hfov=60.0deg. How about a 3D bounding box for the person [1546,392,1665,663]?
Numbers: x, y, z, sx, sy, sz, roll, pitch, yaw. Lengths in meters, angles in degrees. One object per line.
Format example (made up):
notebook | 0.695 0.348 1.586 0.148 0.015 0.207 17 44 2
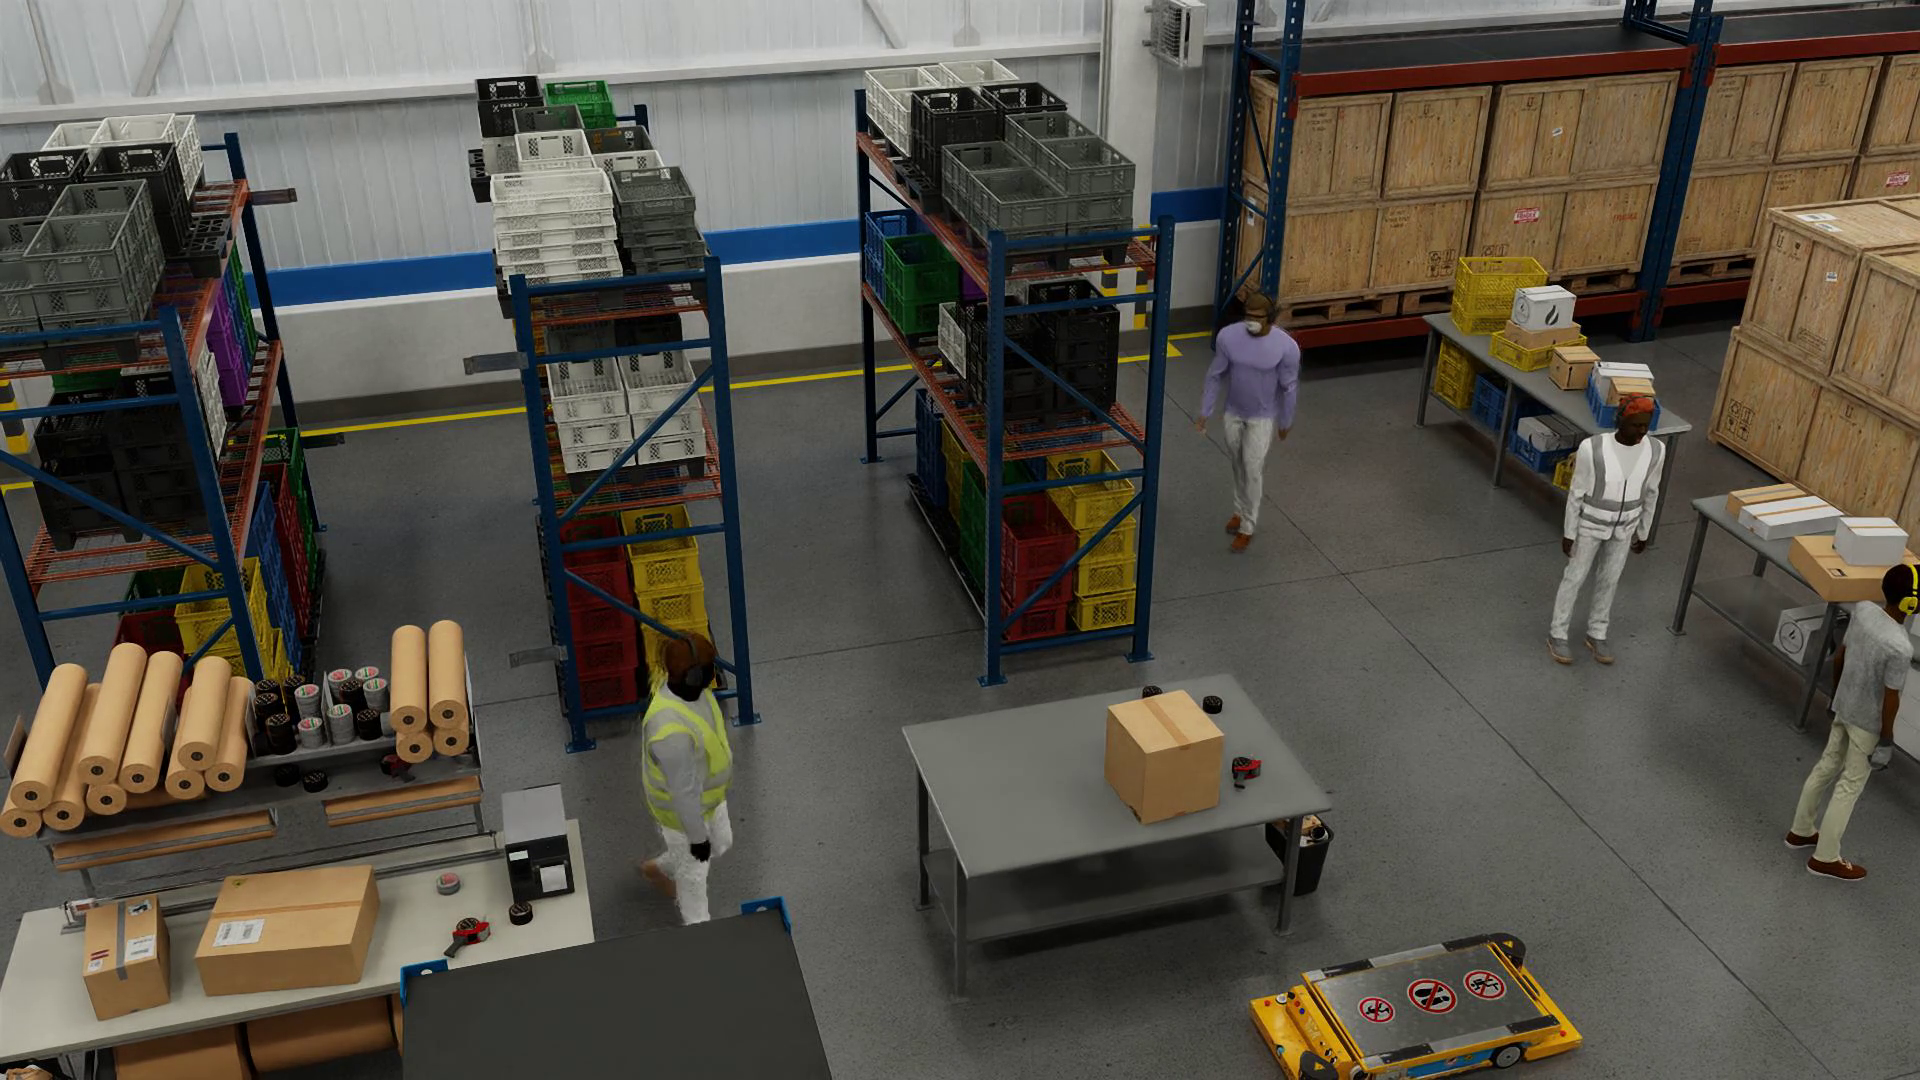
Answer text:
person | 4.126 -0.068 10.612 0.579 1.877 0.360 -2 29 -3

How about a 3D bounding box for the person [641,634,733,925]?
person | -1.390 1.273 8.226 0.567 1.826 0.624 6 29 11

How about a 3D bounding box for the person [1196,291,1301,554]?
person | 2.023 -0.849 11.986 0.643 1.918 0.724 19 34 31

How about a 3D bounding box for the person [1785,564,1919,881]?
person | 4.769 0.940 8.774 0.315 1.869 0.534 -2 29 -3

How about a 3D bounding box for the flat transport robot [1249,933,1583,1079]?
flat transport robot | 2.184 2.282 7.980 1.431 0.197 0.652 -8 30 -14
